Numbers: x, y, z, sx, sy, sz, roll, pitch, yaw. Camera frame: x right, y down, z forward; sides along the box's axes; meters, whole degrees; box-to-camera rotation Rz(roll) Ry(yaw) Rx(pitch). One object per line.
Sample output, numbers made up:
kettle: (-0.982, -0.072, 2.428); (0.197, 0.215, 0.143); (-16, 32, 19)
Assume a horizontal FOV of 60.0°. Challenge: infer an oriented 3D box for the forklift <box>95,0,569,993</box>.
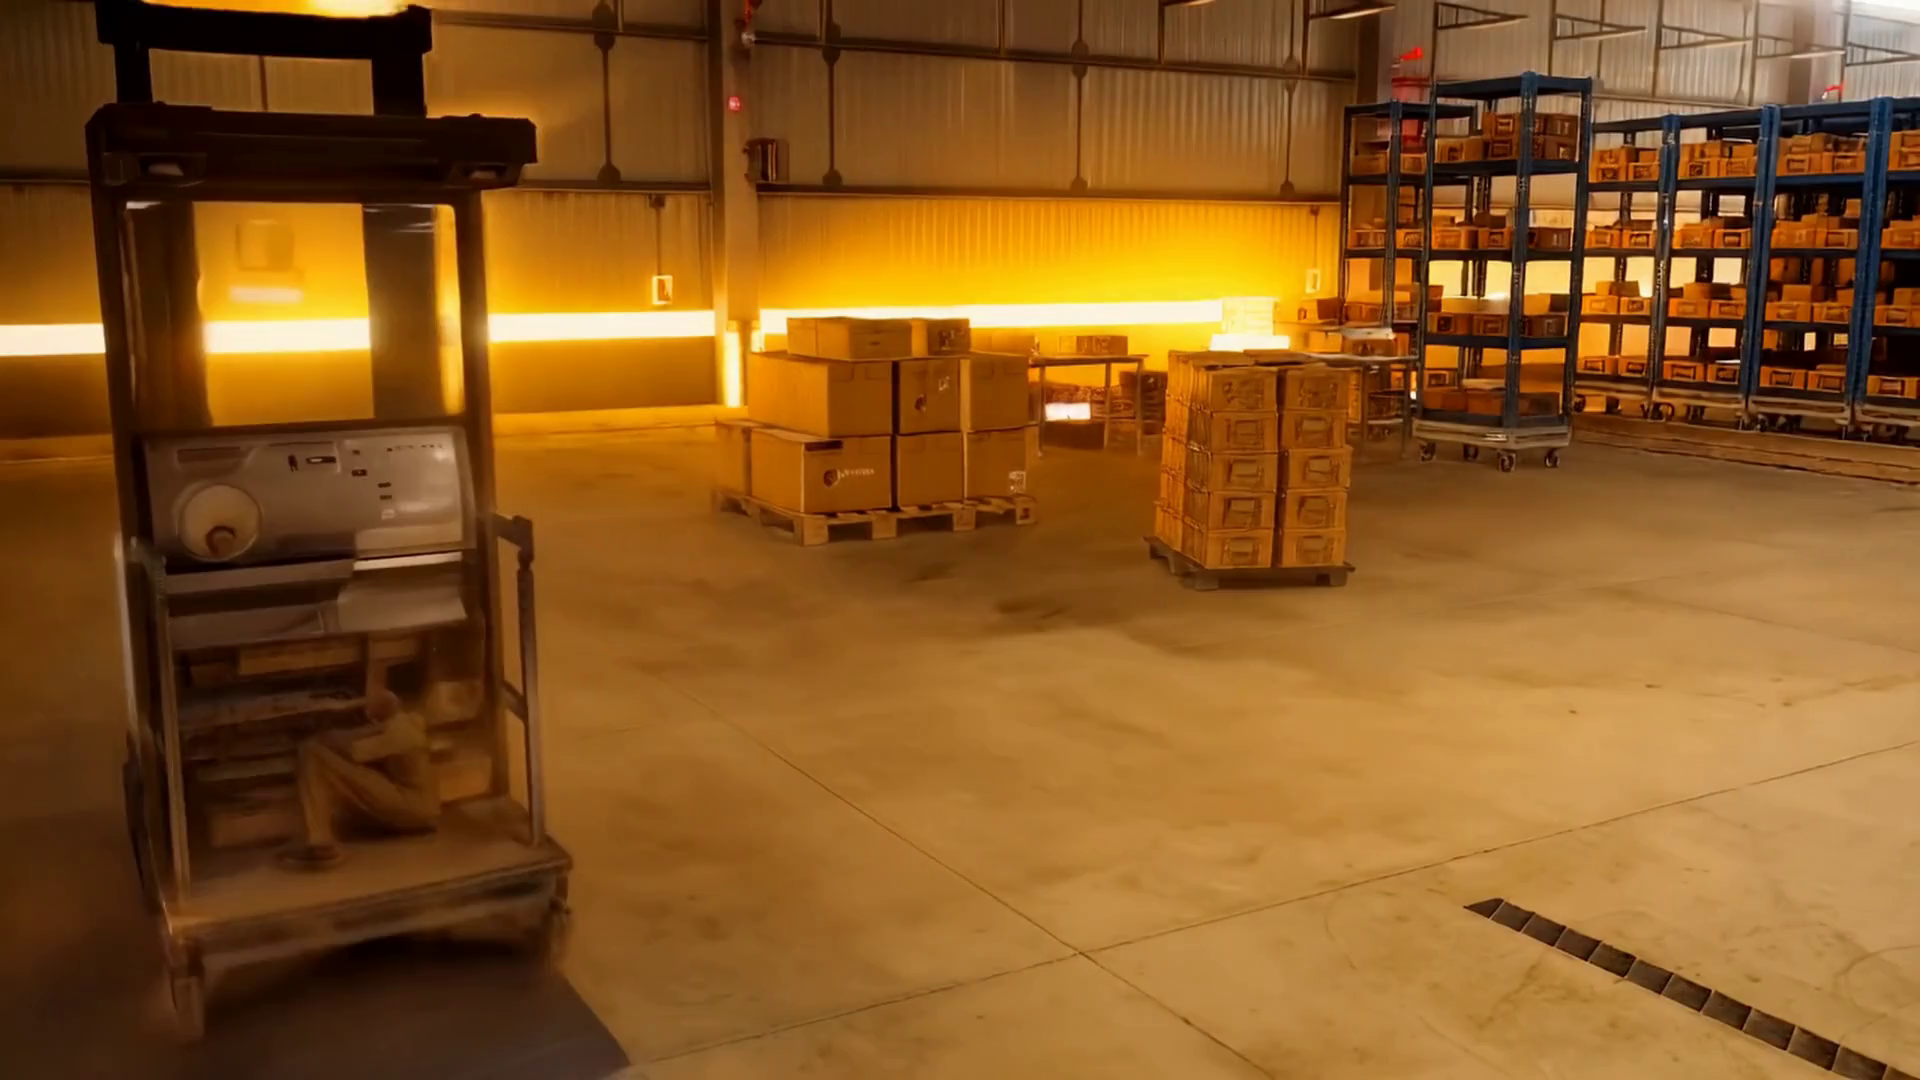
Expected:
forklift: (-2.150, -0.302, 5.384); (1.129, 2.768, 1.873); (-6, 12, -30)
